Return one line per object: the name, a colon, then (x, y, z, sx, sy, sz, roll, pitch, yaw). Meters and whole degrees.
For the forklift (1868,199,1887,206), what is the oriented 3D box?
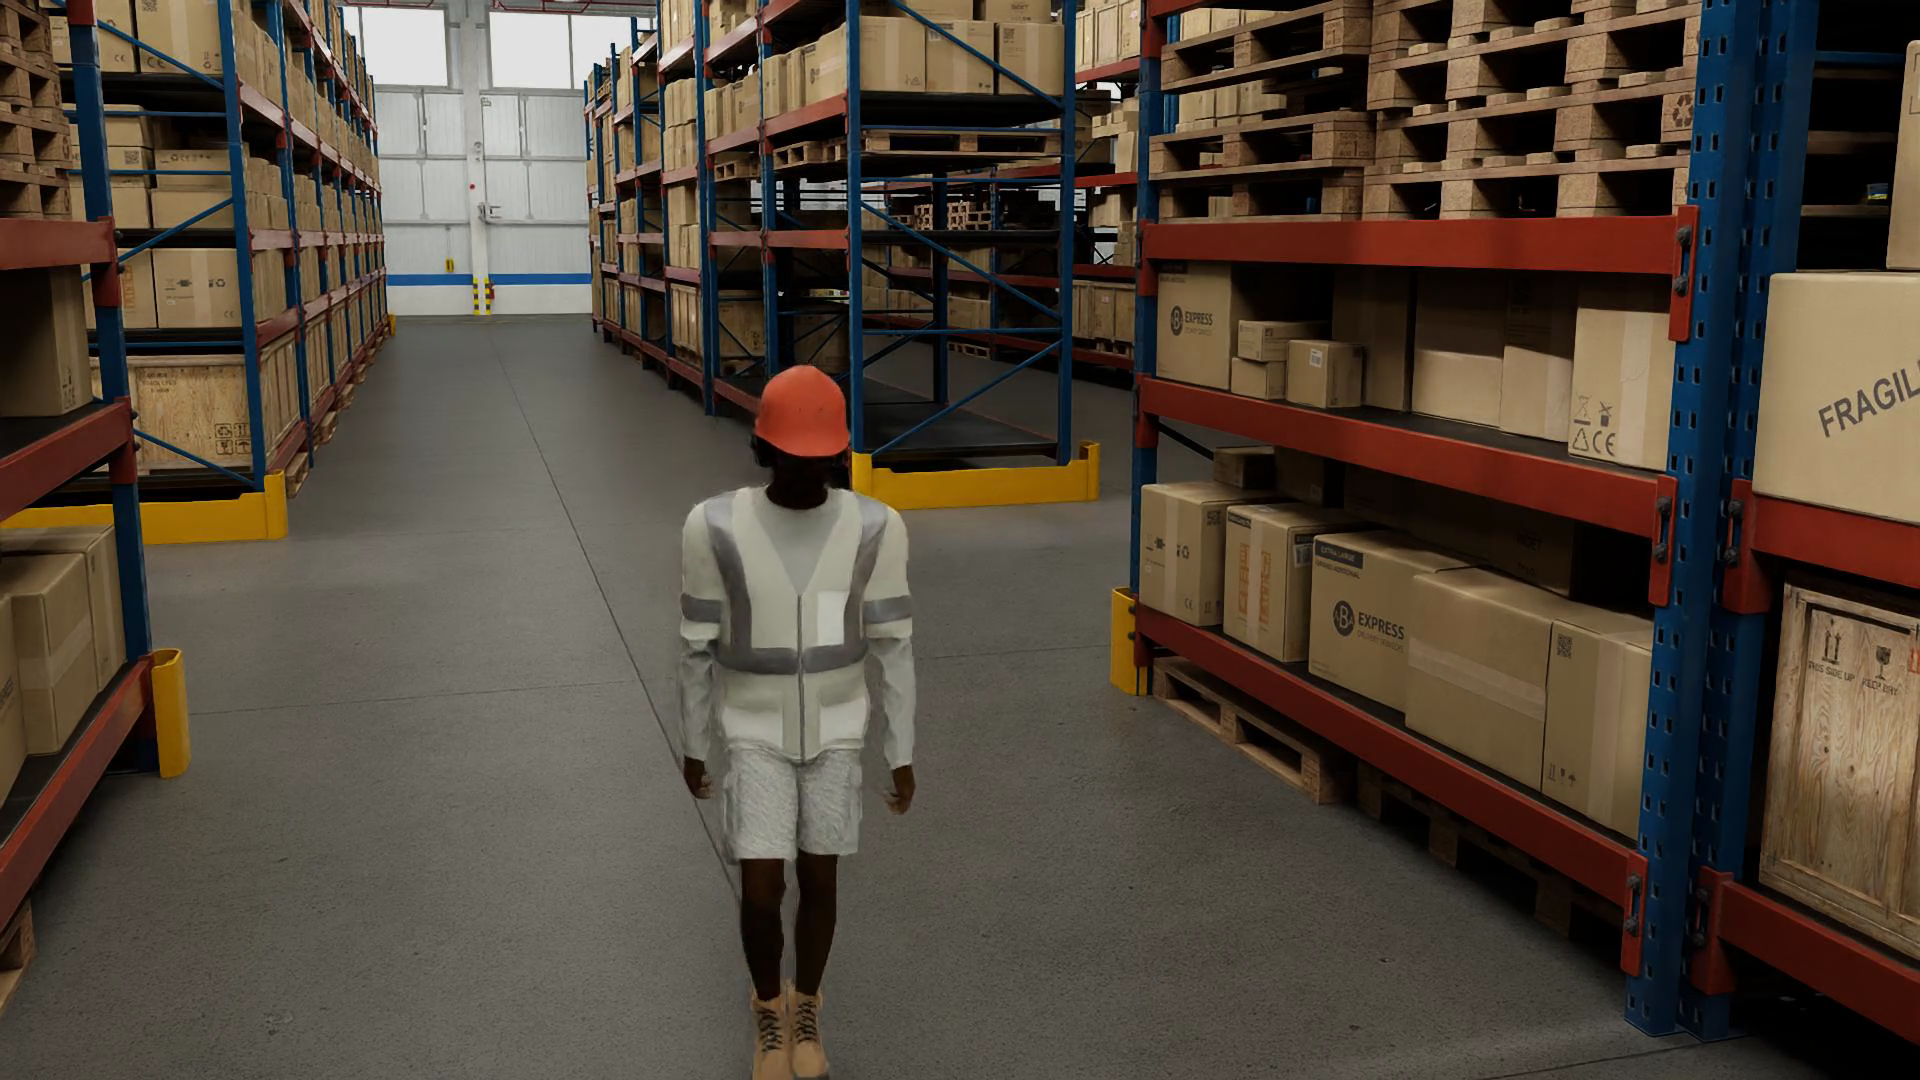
forklift: (11.338, -2.915, 21.052, 1.129, 2.768, 1.873, -3, 11, -17)

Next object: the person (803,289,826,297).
person: (-2.919, -4.676, 33.569, 0.430, 1.839, 0.619, 7, 12, 33)

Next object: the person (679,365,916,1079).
person: (-0.422, 0.540, 4.463, 0.627, 2.014, 0.588, -2, 11, -13)
